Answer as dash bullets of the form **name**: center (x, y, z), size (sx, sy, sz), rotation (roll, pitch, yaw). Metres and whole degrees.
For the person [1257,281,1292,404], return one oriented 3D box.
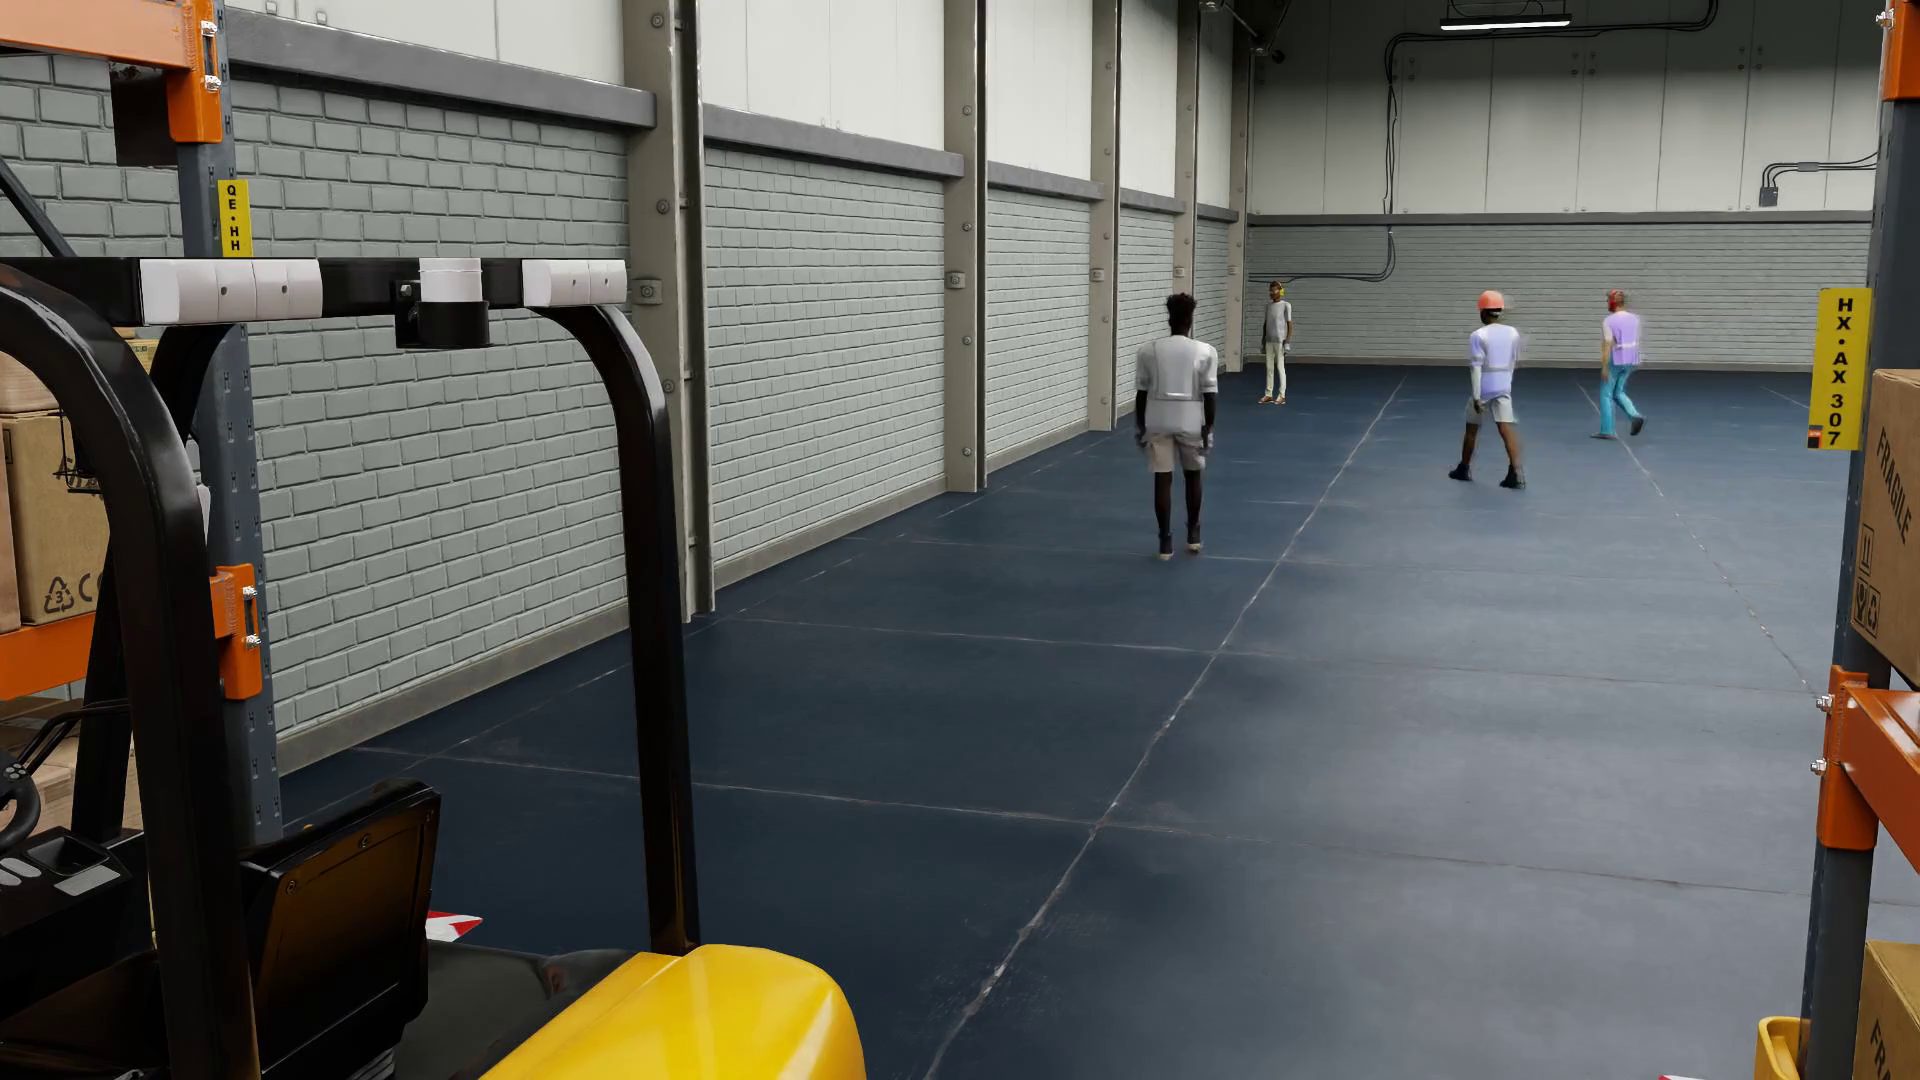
- **person**: center (4.802, -3.003, 25.350), size (0.313, 1.863, 0.538), rotation (-8, 13, -41)

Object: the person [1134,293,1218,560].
- **person**: center (1.596, -0.848, 12.321), size (0.612, 1.935, 0.826), rotation (2, 10, 9)

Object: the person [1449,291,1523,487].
- **person**: center (5.165, -1.463, 16.135), size (0.549, 1.893, 1.004), rotation (-2, 10, -13)

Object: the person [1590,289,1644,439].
- **person**: center (8.012, -2.122, 20.195), size (0.592, 1.826, 0.536), rotation (-5, 11, -29)
